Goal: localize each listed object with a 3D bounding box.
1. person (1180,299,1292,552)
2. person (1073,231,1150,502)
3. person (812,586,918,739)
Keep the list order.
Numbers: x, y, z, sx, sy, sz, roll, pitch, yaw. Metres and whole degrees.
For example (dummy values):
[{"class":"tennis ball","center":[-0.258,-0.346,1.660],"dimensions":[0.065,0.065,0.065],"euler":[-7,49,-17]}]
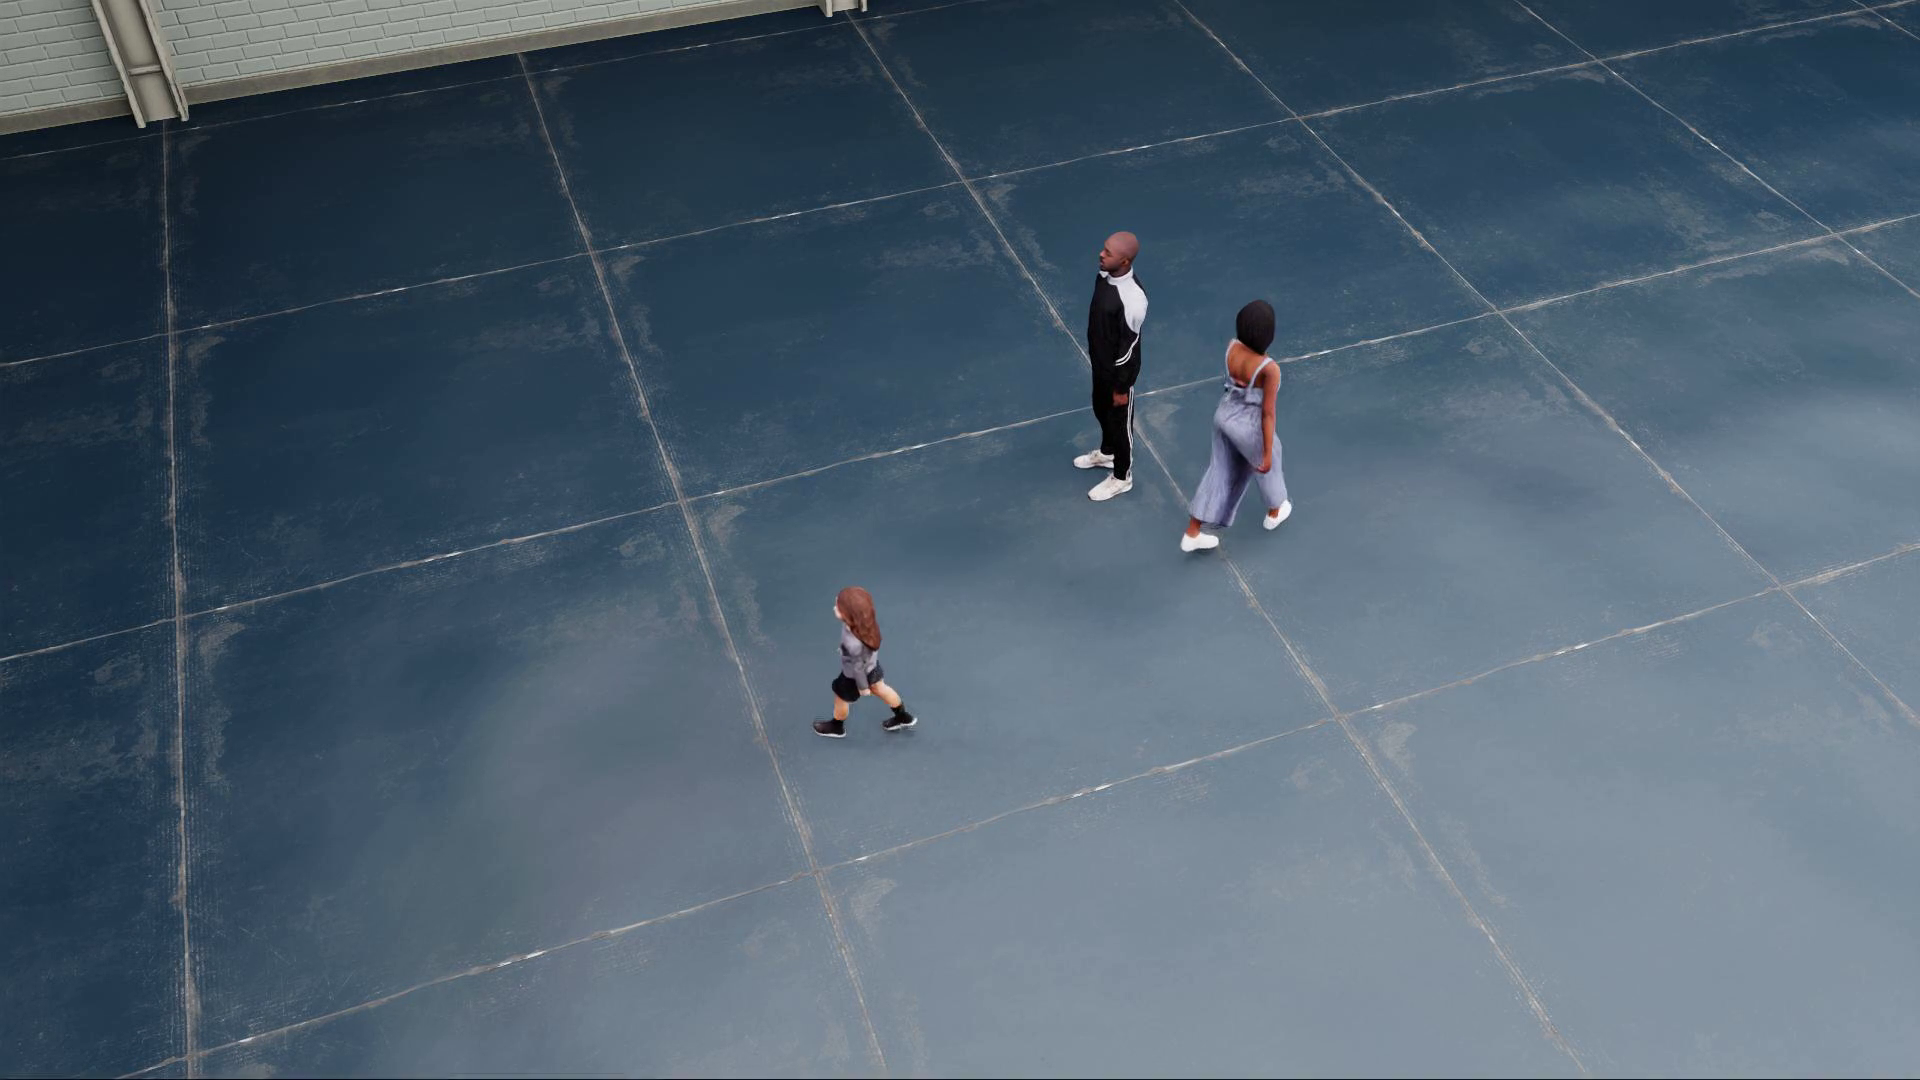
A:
[{"class":"person","center":[1.575,-0.597,9.646],"dimensions":[1.138,1.648,0.858],"euler":[-26,49,-25]},{"class":"person","center":[0.947,-1.073,10.027],"dimensions":[0.558,1.825,0.671],"euler":[-11,44,-11]},{"class":"person","center":[-0.472,0.647,8.728],"dimensions":[0.848,1.083,0.682],"euler":[4,43,4]}]
